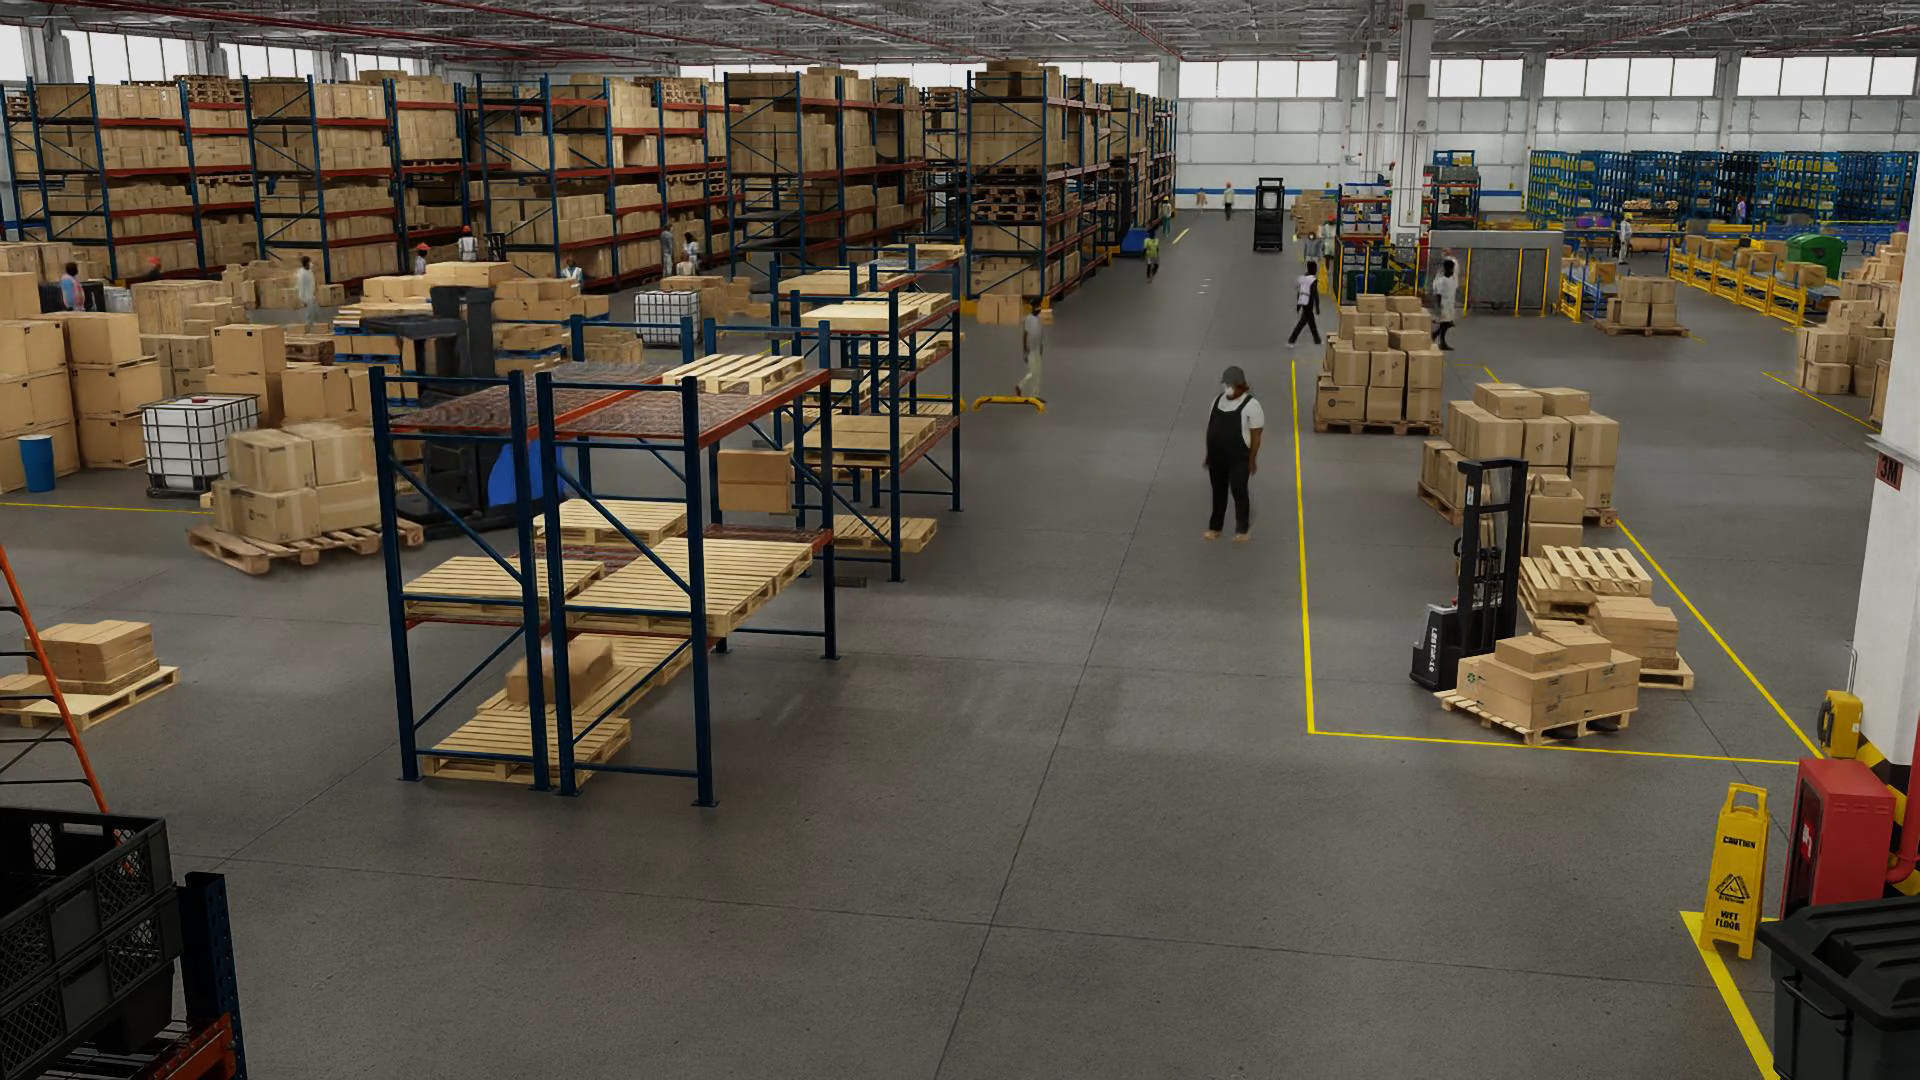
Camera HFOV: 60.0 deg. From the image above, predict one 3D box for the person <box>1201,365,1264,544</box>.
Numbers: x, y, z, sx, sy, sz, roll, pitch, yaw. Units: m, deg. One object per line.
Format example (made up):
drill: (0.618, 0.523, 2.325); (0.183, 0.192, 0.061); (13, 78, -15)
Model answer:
person: (3.055, -0.981, 18.915); (0.686, 2.000, 0.536); (13, 19, 42)

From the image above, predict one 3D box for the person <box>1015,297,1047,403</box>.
person: (1.228, -3.259, 28.563); (0.480, 1.848, 0.617); (11, 17, 37)

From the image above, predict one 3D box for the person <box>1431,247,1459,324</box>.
person: (11.583, -6.098, 40.035); (0.679, 1.864, 0.933); (-12, 18, -40)

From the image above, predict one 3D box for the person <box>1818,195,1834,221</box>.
person: (38.647, -14.518, 74.295); (0.404, 1.836, 0.598); (-12, 18, -40)

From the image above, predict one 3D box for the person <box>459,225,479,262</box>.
person: (-14.233, -8.153, 48.250); (0.551, 1.932, 0.378); (-4, 14, -15)

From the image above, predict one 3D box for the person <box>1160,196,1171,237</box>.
person: (9.134, -14.353, 73.769); (0.315, 1.769, 0.524); (-10, 17, -36)

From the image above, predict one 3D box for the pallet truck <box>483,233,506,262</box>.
pallet truck: (-11.832, -7.026, 43.548); (1.885, 1.965, 0.823); (8, 16, 28)

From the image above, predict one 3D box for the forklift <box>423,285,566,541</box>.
forklift: (-5.765, -1.571, 19.581); (1.873, 2.768, 1.129); (-13, 19, -43)

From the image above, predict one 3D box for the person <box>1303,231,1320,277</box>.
person: (10.812, -8.701, 51.130); (0.511, 1.613, 0.550); (5, 15, 18)

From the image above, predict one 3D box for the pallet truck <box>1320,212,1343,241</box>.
pallet truck: (15.874, -13.227, 70.310); (0.680, 1.201, 1.601); (10, 17, 35)

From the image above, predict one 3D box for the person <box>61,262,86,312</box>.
person: (-19.449, -5.163, 36.365); (0.694, 1.825, 0.634); (-3, 14, -11)

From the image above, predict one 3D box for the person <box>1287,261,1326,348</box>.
person: (7.518, -5.083, 35.939); (1.033, 1.874, 0.601); (-4, 15, -17)

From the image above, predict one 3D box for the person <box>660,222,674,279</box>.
person: (-8.762, -8.568, 49.941); (0.371, 1.935, 0.627); (-10, 17, -35)

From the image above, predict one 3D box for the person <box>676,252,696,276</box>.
person: (-6.880, -6.418, 41.814); (0.523, 1.638, 0.311); (-8, 16, -30)

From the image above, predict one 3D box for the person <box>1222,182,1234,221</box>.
person: (13.887, -17.580, 86.430); (0.653, 1.973, 0.627); (-5, 15, -20)

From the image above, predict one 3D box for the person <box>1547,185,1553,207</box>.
person: (32.044, -18.395, 90.226); (0.364, 1.735, 0.577); (2, 14, 9)

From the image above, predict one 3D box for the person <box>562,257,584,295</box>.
person: (-9.352, -6.022, 40.226); (0.527, 1.630, 0.314); (0, 14, -1)

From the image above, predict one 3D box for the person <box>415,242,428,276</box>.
person: (-13.276, -6.395, 41.138); (0.493, 1.918, 0.569); (-5, 15, -20)

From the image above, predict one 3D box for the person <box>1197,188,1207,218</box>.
person: (13.011, -18.207, 89.761); (0.511, 1.600, 0.852); (-9, 16, -32)

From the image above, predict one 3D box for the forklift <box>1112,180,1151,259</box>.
forklift: (6.082, -11.722, 60.796); (1.873, 2.768, 1.129); (2, 14, 9)

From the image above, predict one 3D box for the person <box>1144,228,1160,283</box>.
person: (5.889, -8.740, 51.166); (0.538, 1.685, 0.411); (-4, 14, -17)

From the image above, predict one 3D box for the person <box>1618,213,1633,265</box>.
person: (23.230, -10.509, 58.056); (0.403, 1.822, 0.601); (9, 17, 33)

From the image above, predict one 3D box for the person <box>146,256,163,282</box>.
person: (-17.571, -5.237, 36.418); (1.041, 1.938, 0.653); (0, 14, 1)

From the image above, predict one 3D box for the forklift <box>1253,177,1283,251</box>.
forklift: (12.083, -12.747, 64.956); (1.129, 2.768, 1.873); (3, 14, 10)

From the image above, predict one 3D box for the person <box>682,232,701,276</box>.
person: (-7.971, -8.322, 49.477); (0.545, 1.673, 0.484); (7, 15, 25)

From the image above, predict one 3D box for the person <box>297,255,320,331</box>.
person: (-14.487, -5.331, 36.814); (0.535, 1.928, 0.629); (-1, 14, -2)

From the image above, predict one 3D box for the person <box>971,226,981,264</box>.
person: (0.549, -10.544, 58.314); (0.533, 1.764, 0.322); (12, 18, 40)

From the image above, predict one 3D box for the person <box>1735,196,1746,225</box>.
person: (33.889, -14.017, 72.242); (0.574, 1.843, 0.375); (-12, 18, -41)

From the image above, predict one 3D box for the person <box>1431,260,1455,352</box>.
person: (10.285, -4.997, 35.409); (0.613, 1.949, 0.577); (-13, 19, -42)

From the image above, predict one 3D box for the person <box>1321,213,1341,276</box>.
person: (12.002, -9.563, 53.801); (0.624, 2.027, 0.739); (5, 15, 21)

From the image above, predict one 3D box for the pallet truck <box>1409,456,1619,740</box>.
pallet truck: (4.504, 0.400, 13.395); (0.823, 1.965, 1.885); (-6, 15, -23)
